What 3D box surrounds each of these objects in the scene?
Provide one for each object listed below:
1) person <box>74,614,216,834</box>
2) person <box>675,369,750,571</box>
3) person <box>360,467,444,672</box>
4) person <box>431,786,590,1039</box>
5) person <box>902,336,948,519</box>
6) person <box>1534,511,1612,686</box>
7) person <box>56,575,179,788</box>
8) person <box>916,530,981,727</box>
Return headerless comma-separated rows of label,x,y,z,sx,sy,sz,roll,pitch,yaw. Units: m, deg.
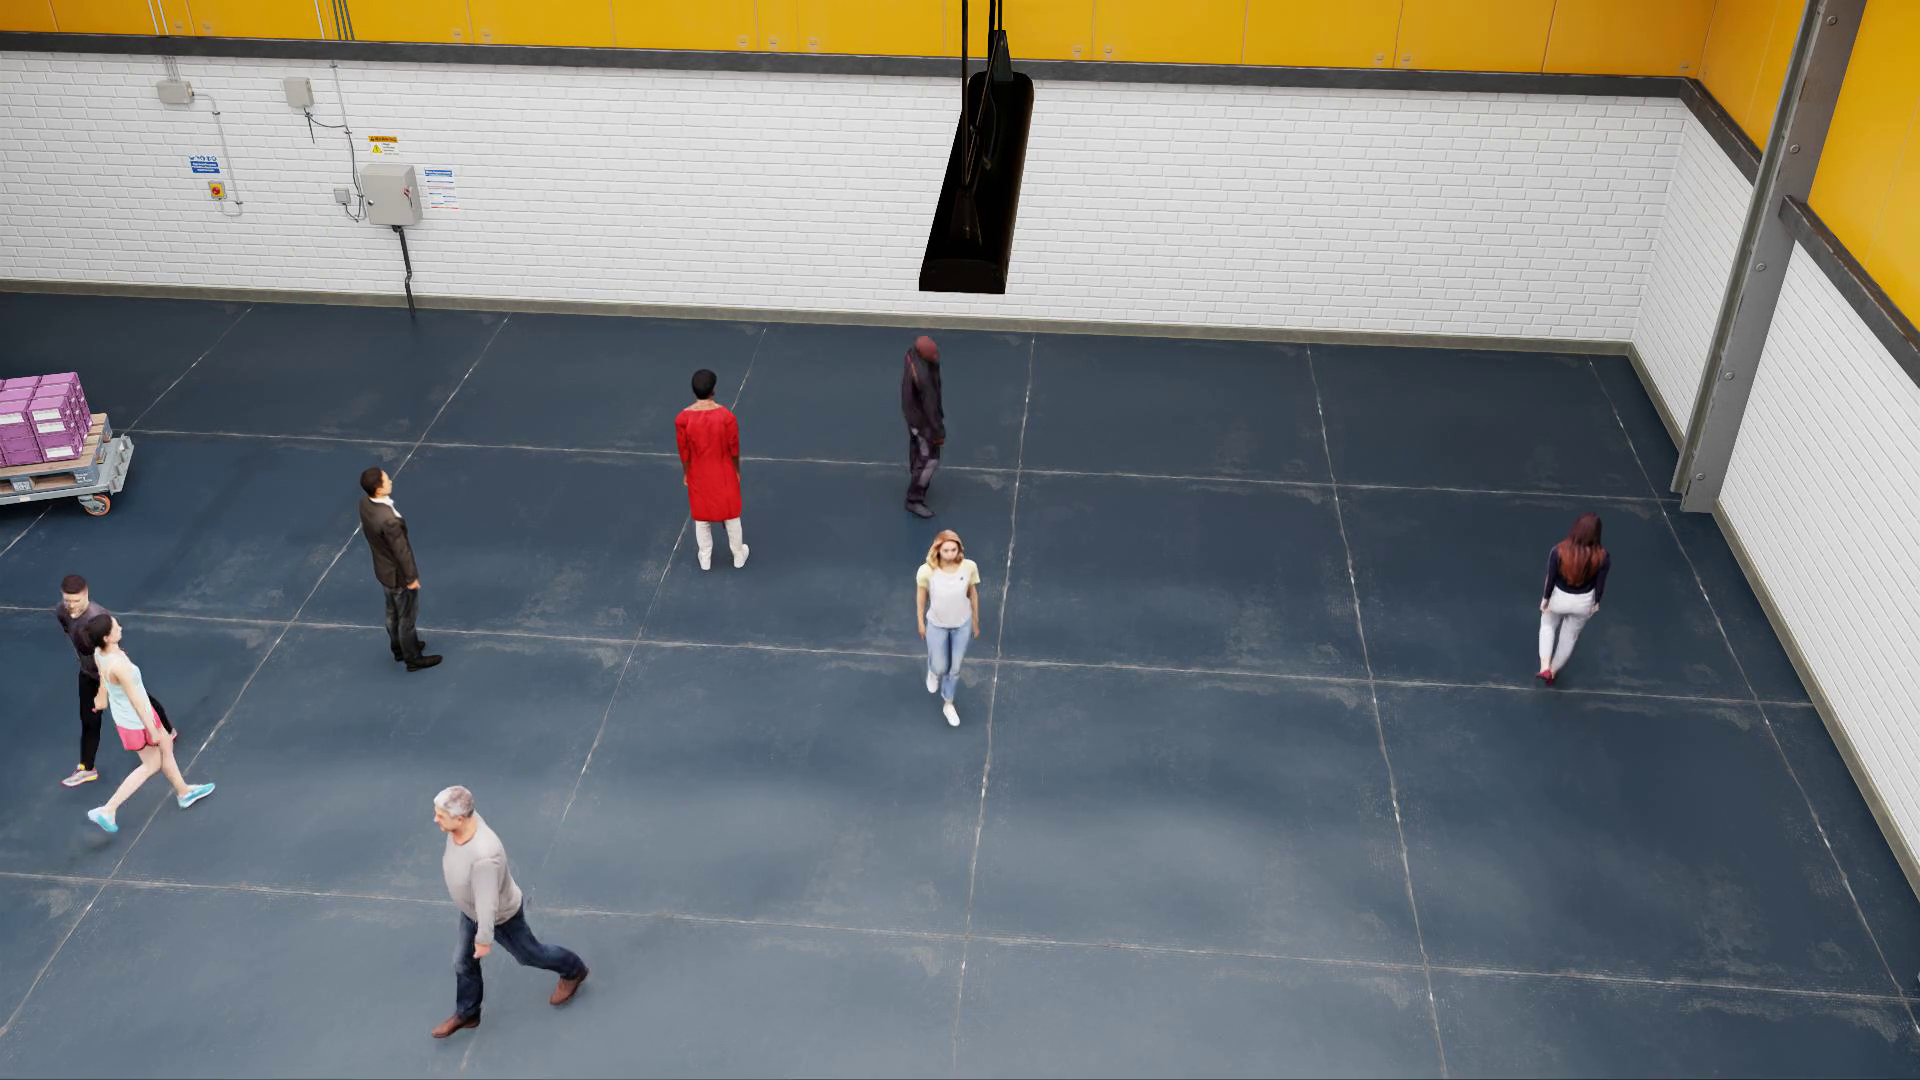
person,-5.773,1.287,11.500,1.127,1.743,1.021,-29,43,-36
person,-2.112,-0.588,14.196,0.702,1.883,0.630,-1,34,-2
person,-4.448,0.215,13.059,0.781,1.804,0.740,-28,43,-36
person,-2.732,2.199,10.015,1.315,1.868,1.259,-25,41,-32
person,-0.374,-1.137,15.113,0.993,1.782,0.793,-20,38,-27
person,4.698,0.503,12.811,0.685,1.599,0.727,11,35,16
person,-6.118,0.923,12.077,0.866,1.712,1.170,13,36,19
person,-0.112,0.593,12.574,0.779,1.712,0.897,-9,35,-13
